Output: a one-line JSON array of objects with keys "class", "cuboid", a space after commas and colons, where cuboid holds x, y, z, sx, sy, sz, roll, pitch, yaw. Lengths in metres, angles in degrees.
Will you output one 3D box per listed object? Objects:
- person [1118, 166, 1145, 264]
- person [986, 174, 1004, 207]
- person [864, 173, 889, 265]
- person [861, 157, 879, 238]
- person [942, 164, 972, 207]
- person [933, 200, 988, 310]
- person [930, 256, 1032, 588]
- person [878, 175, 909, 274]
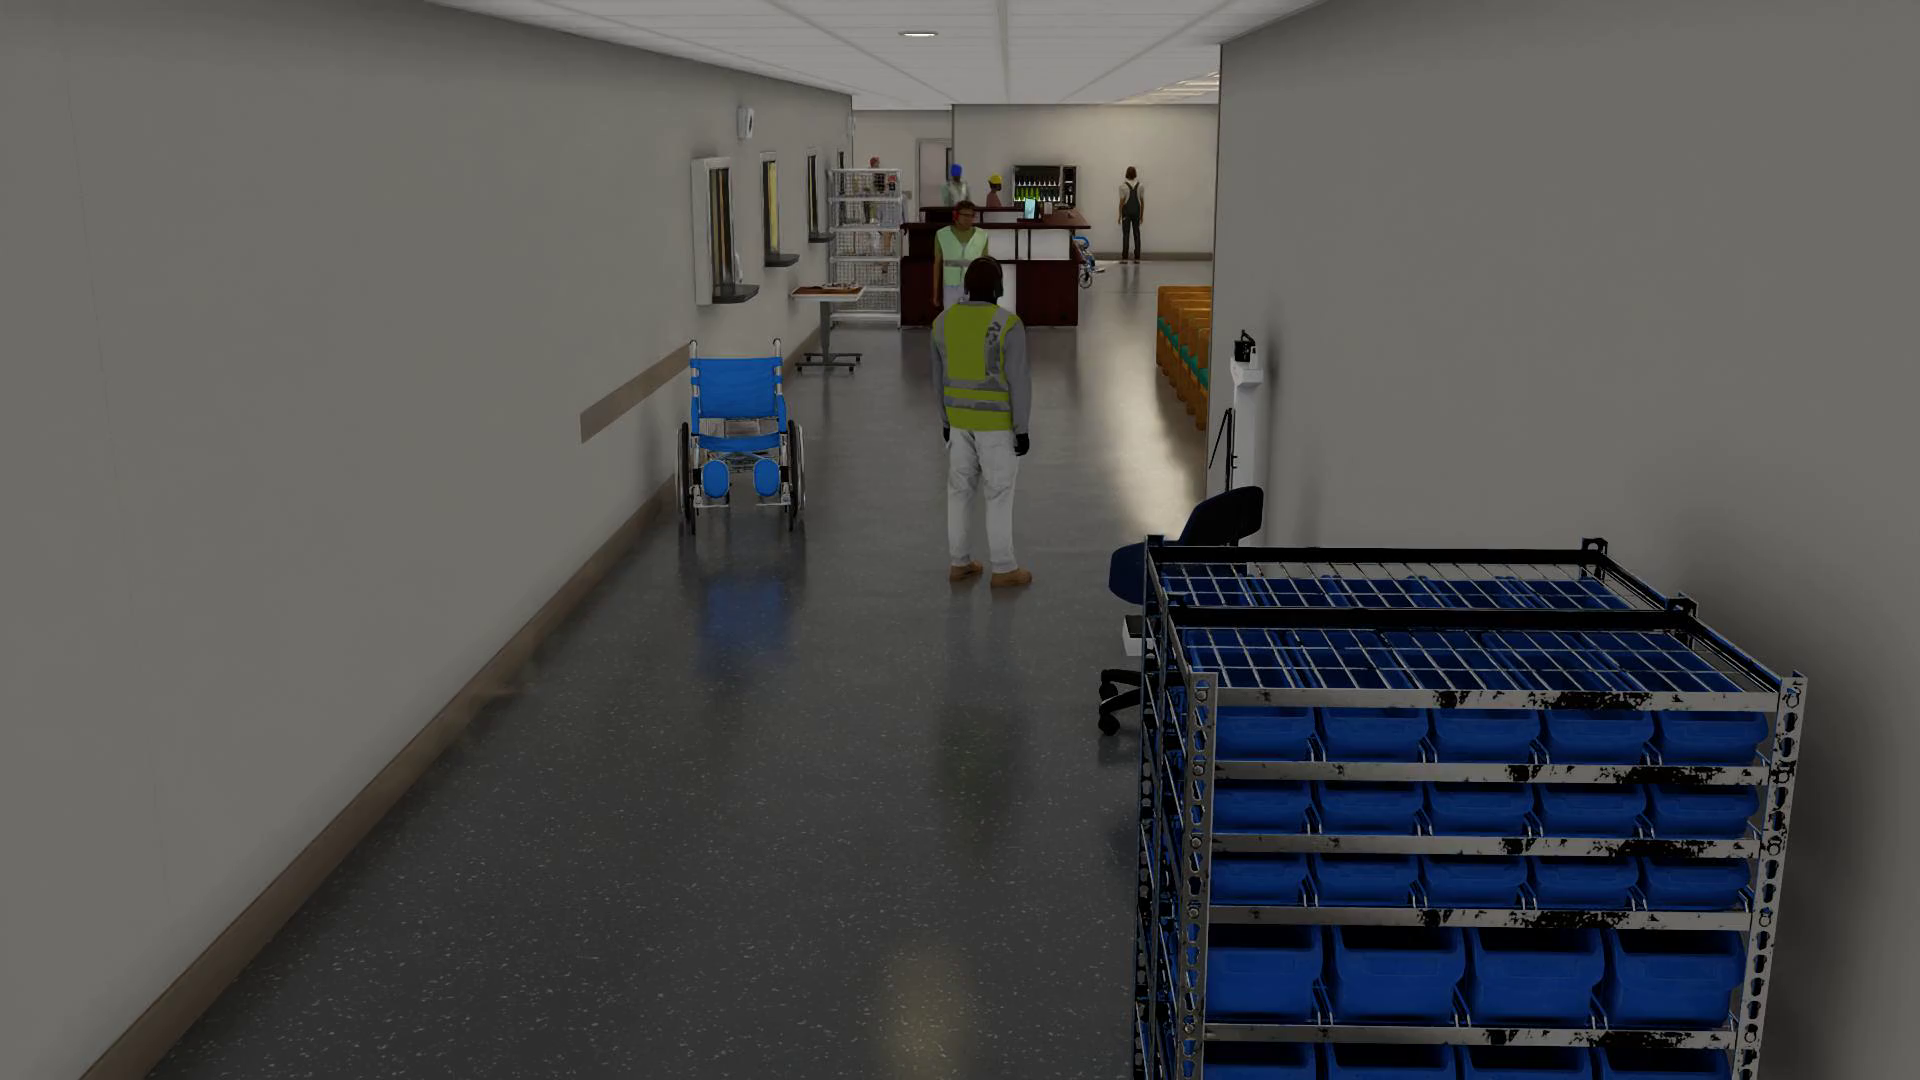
[{"class": "person", "cuboid": [3.267, -6.206, 31.811, 0.508, 1.847, 0.345, -3, 14, -11]}, {"class": "person", "cuboid": [0.608, -5.510, 29.159, 0.326, 1.766, 0.533, -3, 14, -12]}, {"class": "person", "cuboid": [-1.574, -6.163, 31.751, 0.637, 1.811, 0.660, -7, 16, -28]}, {"class": "person", "cuboid": [-1.999, -8.048, 39.178, 0.643, 1.905, 0.400, 6, 15, 22]}, {"class": "person", "cuboid": [-0.060, -6.100, 31.272, 0.639, 1.943, 0.513, -7, 15, -26]}, {"class": "person", "cuboid": [0.012, -2.600, 17.234, 0.601, 1.821, 0.492, -3, 14, -12]}, {"class": "person", "cuboid": [0.143, -0.652, 9.279, 0.625, 1.847, 0.429, 10, 17, 35]}, {"class": "person", "cuboid": [-1.198, -5.624, 29.669, 0.563, 1.742, 0.361, 0, 14, 2]}]
